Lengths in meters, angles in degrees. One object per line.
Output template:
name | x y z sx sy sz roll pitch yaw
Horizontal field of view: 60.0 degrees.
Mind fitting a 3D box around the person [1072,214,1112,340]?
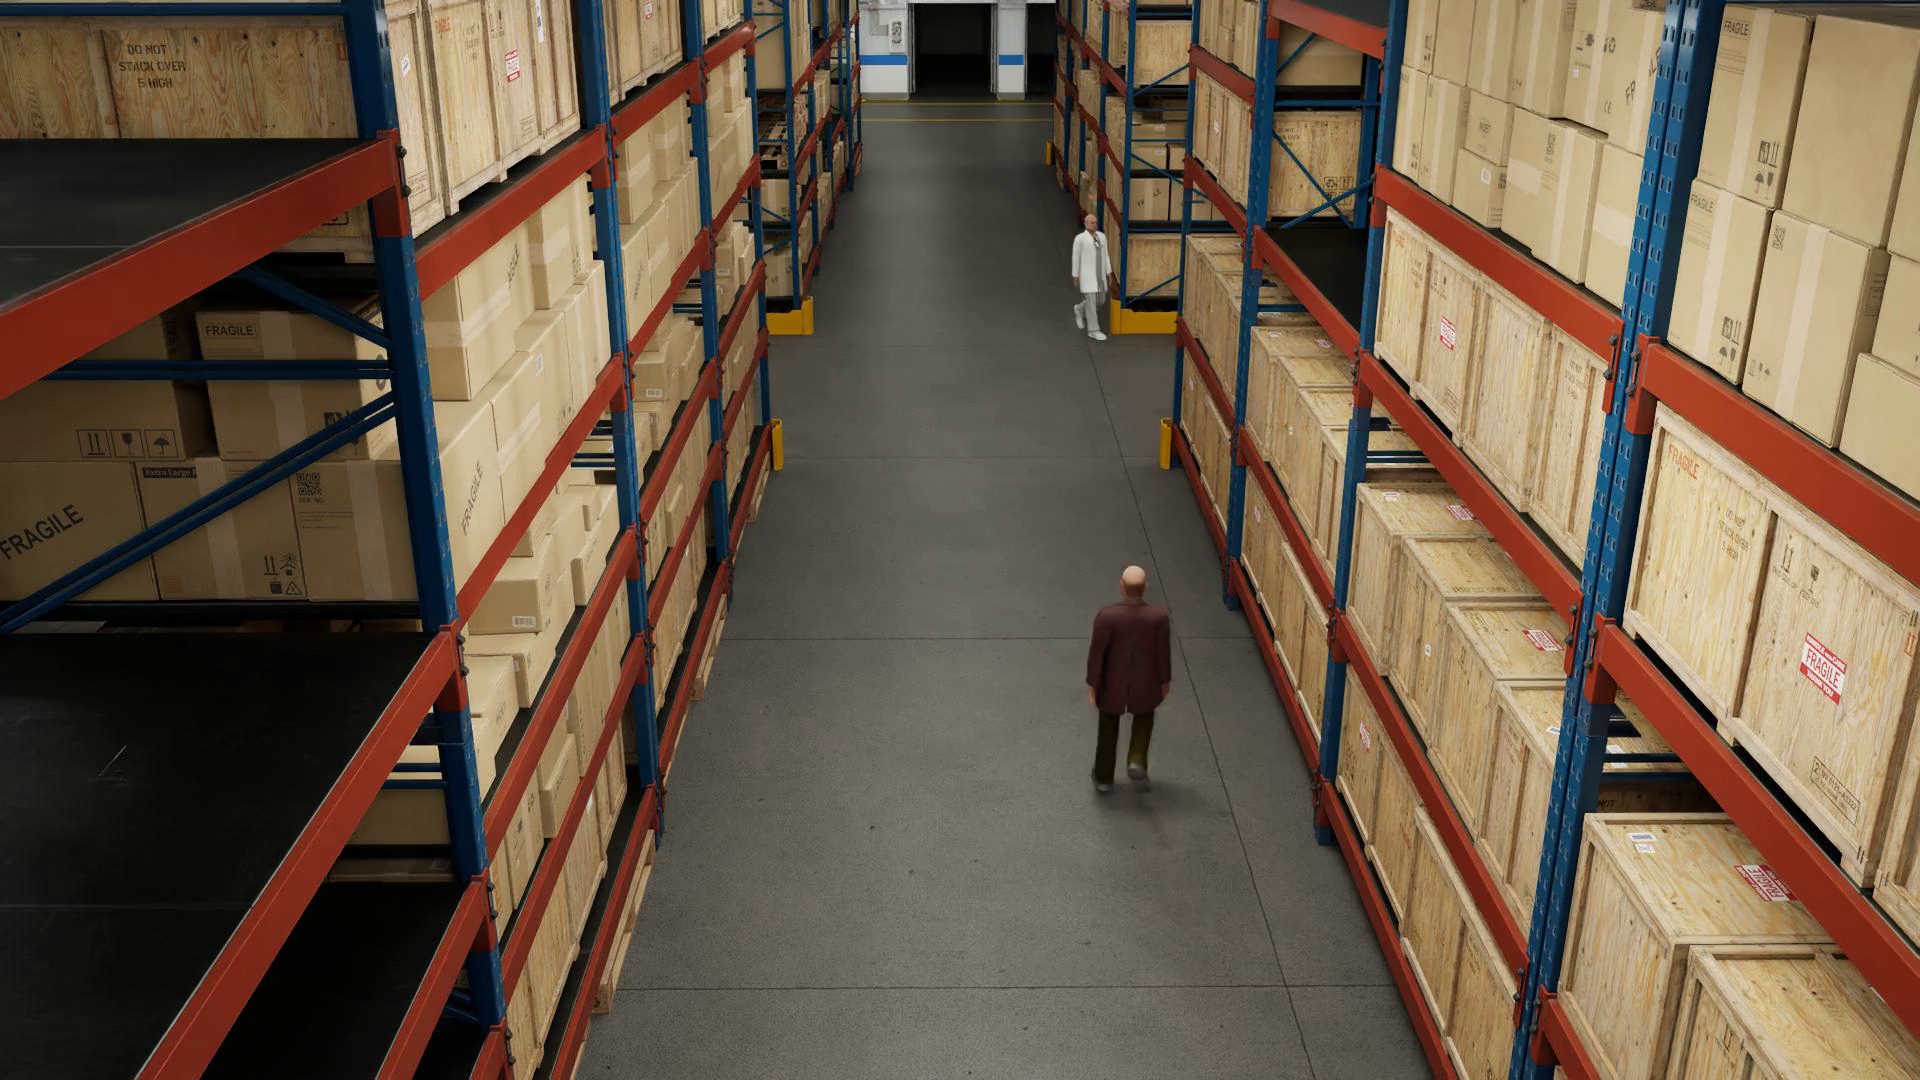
person | 1.941 -3.871 24.323 0.581 1.762 0.882 -15 26 -33

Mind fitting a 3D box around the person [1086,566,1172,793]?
person | 1.207 1.013 11.893 0.618 1.779 0.623 1 22 2
